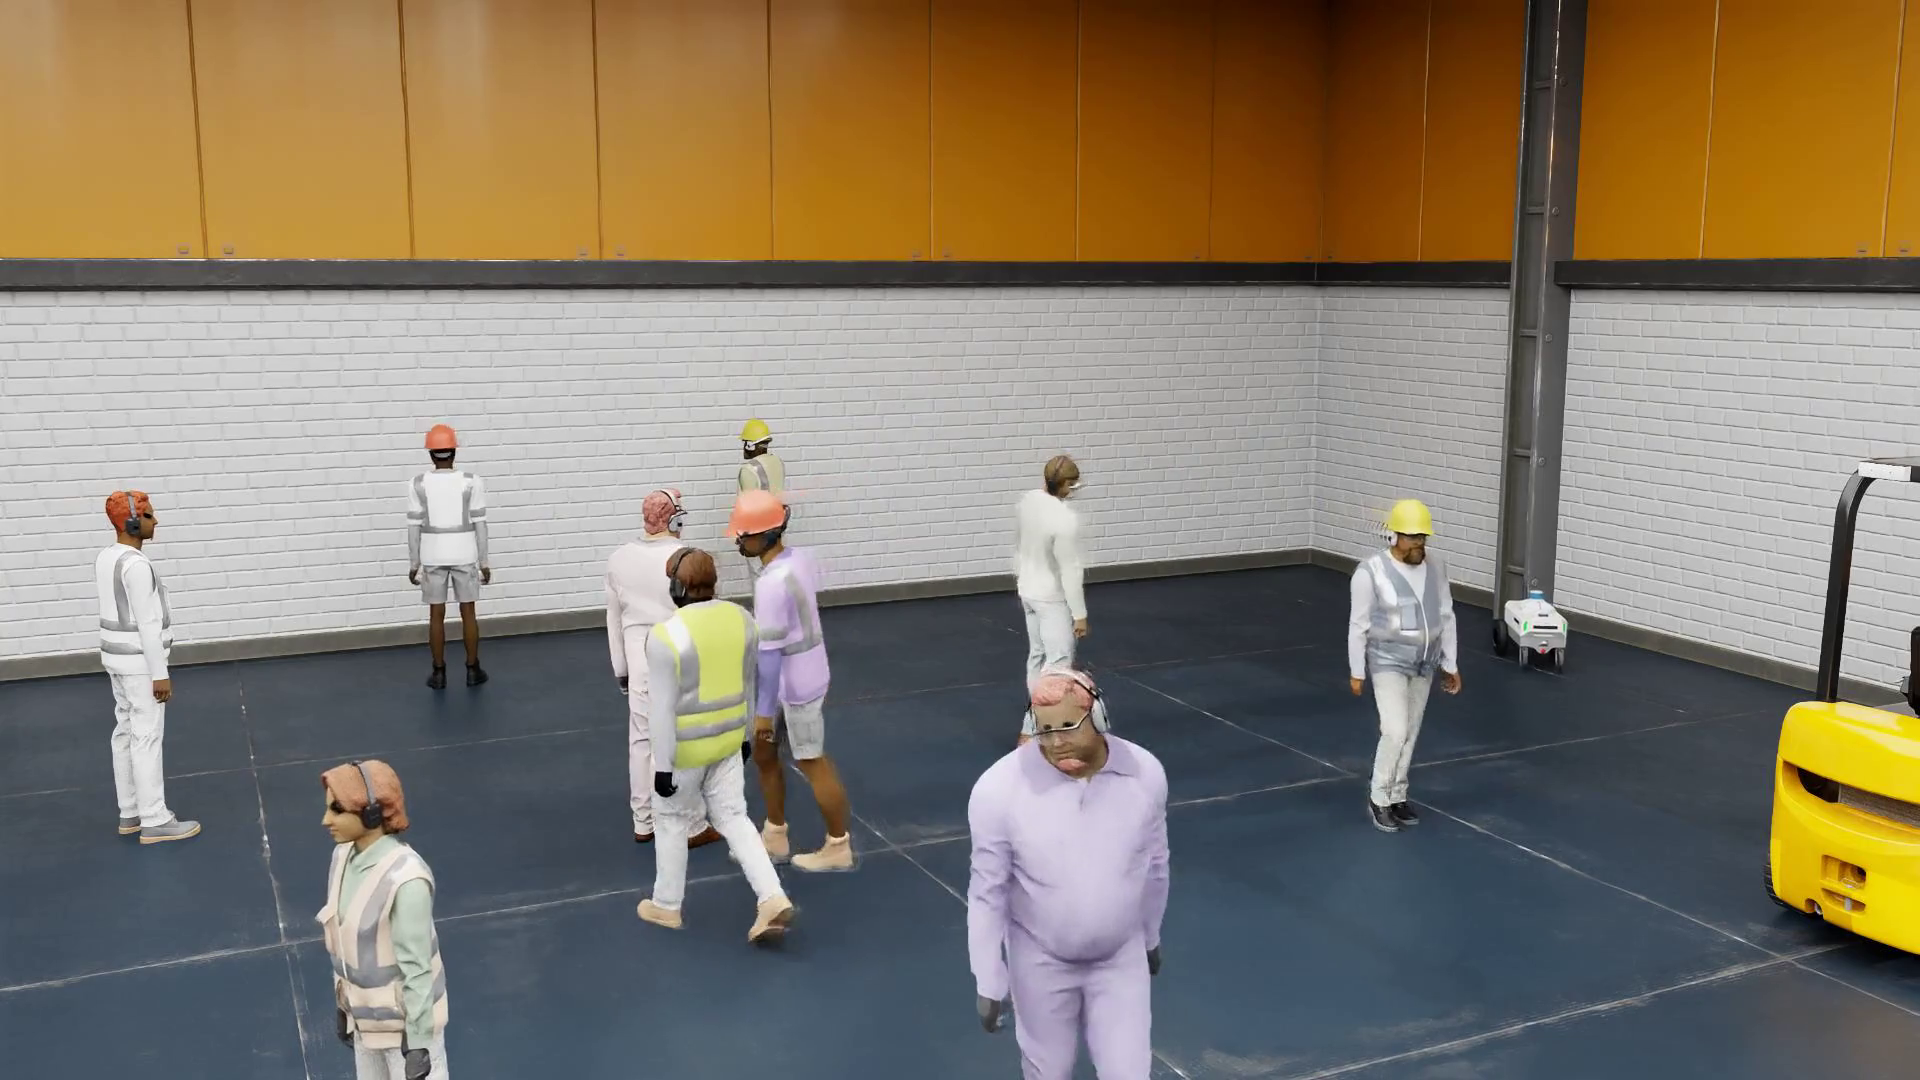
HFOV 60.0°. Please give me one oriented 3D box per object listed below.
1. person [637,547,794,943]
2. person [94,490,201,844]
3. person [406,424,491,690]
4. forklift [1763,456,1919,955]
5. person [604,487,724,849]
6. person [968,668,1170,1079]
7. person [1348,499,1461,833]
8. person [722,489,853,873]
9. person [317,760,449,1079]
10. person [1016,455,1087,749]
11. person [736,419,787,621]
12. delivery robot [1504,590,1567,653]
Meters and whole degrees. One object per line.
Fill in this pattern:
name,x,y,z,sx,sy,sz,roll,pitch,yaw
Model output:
person,-1.132,0.930,7.521,0.855,1.813,0.633,8,12,40
person,-4.379,0.673,8.884,0.574,1.883,0.355,8,12,42
person,-3.719,0.127,12.118,0.586,1.930,0.370,-2,9,-14
forklift,4.857,0.731,7.561,2.313,2.155,1.214,-4,10,-25
person,-1.541,0.674,8.798,0.639,1.911,0.402,4,10,24
person,0.336,1.281,5.159,0.665,1.868,0.517,-1,9,-9
person,2.446,0.683,9.032,0.604,1.814,0.518,-4,10,-24
person,-0.885,0.727,8.233,0.755,1.986,0.613,-1,9,-3
person,-1.684,1.438,4.920,0.318,1.631,0.522,-9,13,-44
person,0.537,0.405,10.512,0.526,1.902,0.731,-5,10,-26
person,-1.659,-0.085,13.737,0.404,1.835,0.590,4,10,22
delivery robot,4.470,0.636,12.929,0.477,0.478,0.707,1,9,6
